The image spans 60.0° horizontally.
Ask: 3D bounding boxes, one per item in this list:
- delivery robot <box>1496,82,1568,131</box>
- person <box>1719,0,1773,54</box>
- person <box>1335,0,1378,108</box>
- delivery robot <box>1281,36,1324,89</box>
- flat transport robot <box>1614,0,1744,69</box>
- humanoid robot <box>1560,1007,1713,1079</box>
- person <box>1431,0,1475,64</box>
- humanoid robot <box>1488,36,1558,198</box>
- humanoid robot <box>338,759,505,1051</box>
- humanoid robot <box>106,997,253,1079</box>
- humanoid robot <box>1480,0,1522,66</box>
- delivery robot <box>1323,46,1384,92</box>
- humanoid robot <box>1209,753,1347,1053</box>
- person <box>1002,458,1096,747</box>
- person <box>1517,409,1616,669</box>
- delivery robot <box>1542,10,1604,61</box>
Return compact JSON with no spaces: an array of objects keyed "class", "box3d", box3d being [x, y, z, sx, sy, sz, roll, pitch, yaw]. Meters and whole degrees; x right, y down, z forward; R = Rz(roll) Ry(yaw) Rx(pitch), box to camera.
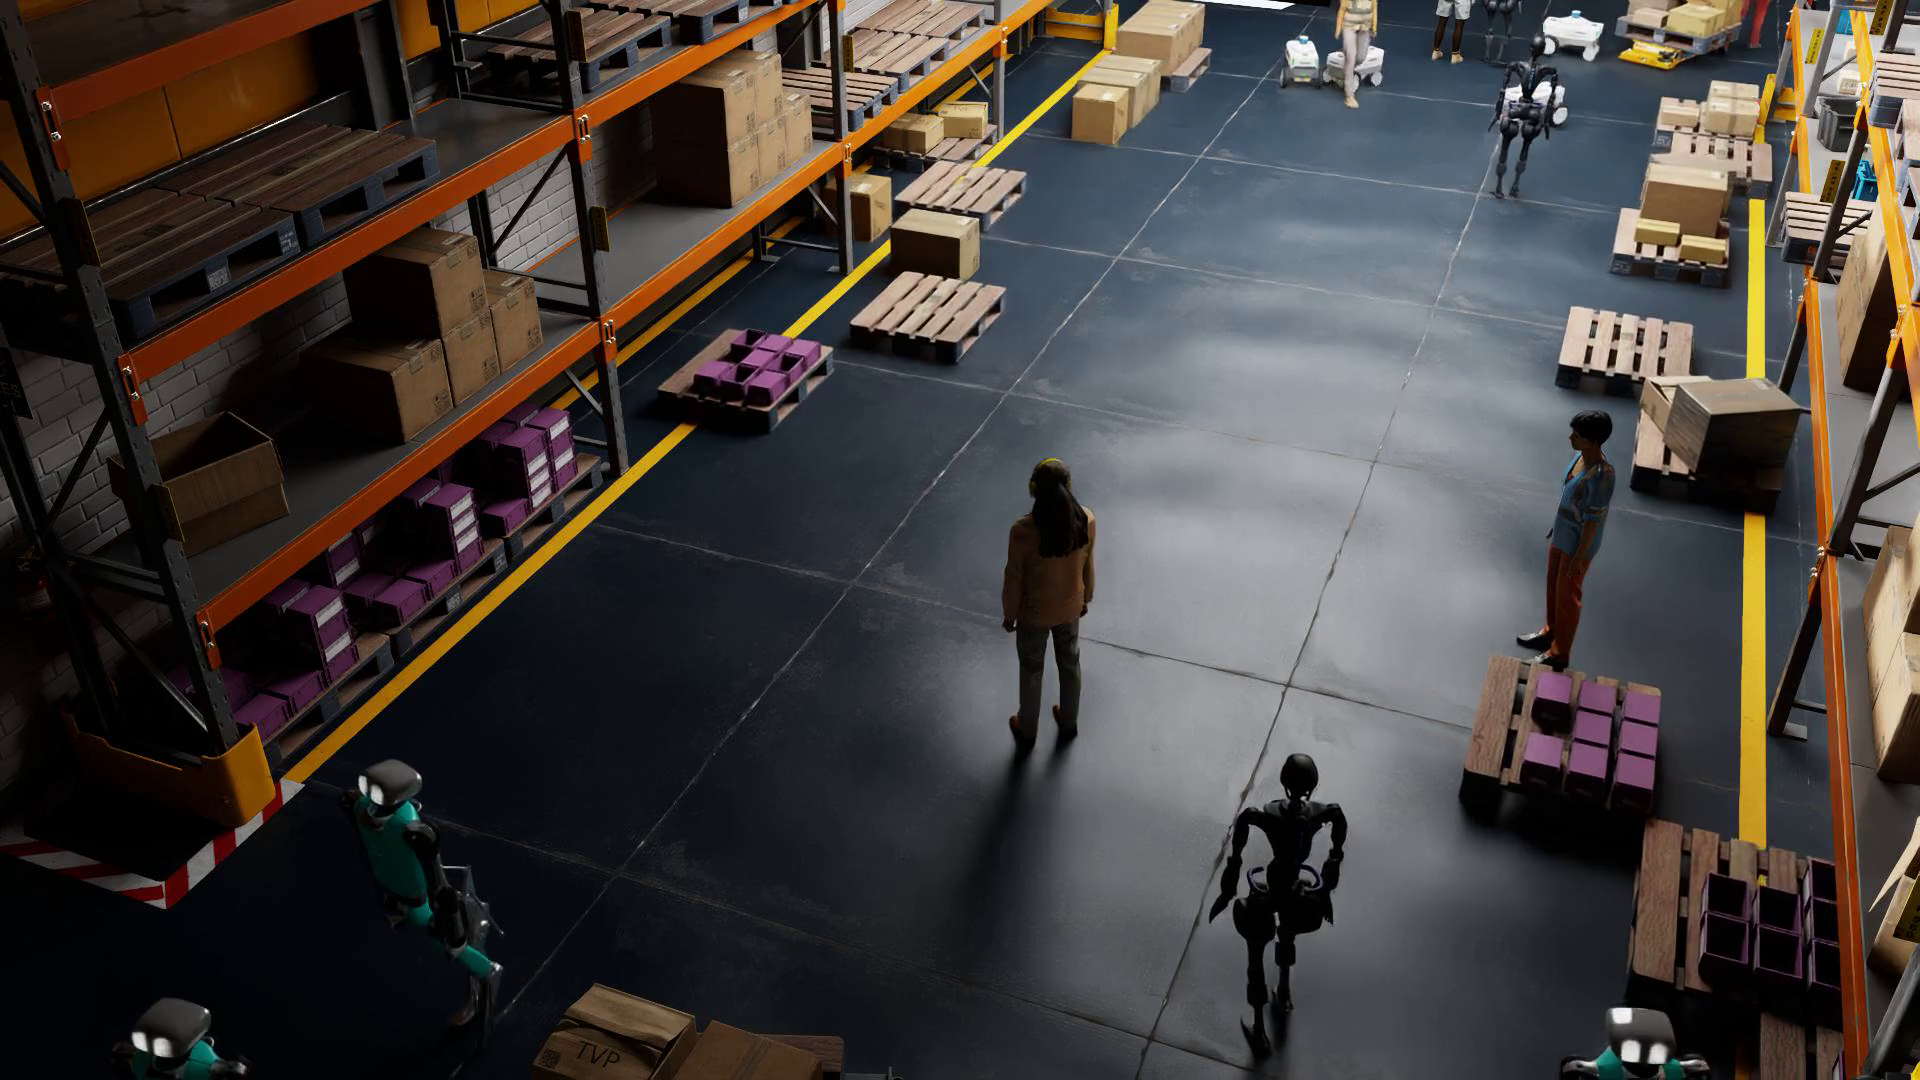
[{"class":"delivery robot","box3d":[6.592,-5.029,19.127,0.809,0.611,0.499,-15,36,-22]},{"class":"person","box3d":[10.139,-7.062,21.177,0.831,1.729,0.562,-23,39,-31]},{"class":"person","box3d":[4.640,-6.066,19.616,0.489,1.753,0.724,-10,34,-15]},{"class":"delivery robot","box3d":[4.192,-5.856,20.399,0.499,0.603,0.794,2,33,3]},{"class":"flat transport robot","box3d":[9.181,-6.367,21.445,1.431,0.231,0.659,-27,41,-35]},{"class":"humanoid robot","box3d":[2.484,2.373,6.650,0.561,1.873,0.790,1,33,1]},{"class":"person","box3d":[6.240,-6.851,20.881,0.532,1.693,0.320,25,40,33]},{"class":"humanoid robot","box3d":[5.721,-4.296,16.947,0.609,1.652,0.306,7,33,10]},{"class":"humanoid robot","box3d":[-2.348,1.667,7.734,0.539,1.867,0.731,19,37,26]},{"class":"humanoid robot","box3d":[-2.822,2.361,6.678,0.547,1.892,0.787,5,33,8]},{"class":"humanoid robot","box3d":[6.783,-6.787,20.801,0.397,1.650,0.620,-24,40,-33]},{"class":"delivery robot","box3d":[4.818,-5.802,20.294,0.756,0.580,0.499,-20,38,-27]},{"class":"humanoid robot","box3d":[1.467,1.659,7.734,0.589,1.645,0.478,-4,33,-6]},{"class":"person","box3d":[0.515,0.379,9.535,0.559,1.869,0.390,-13,35,-19]},{"class":"person","box3d":[3.750,-0.003,10.225,0.341,1.758,0.507,1,33,2]},{"class":"delivery robot","box3d":[7.850,-6.496,21.386,0.802,0.600,0.499,16,36,23]}]
